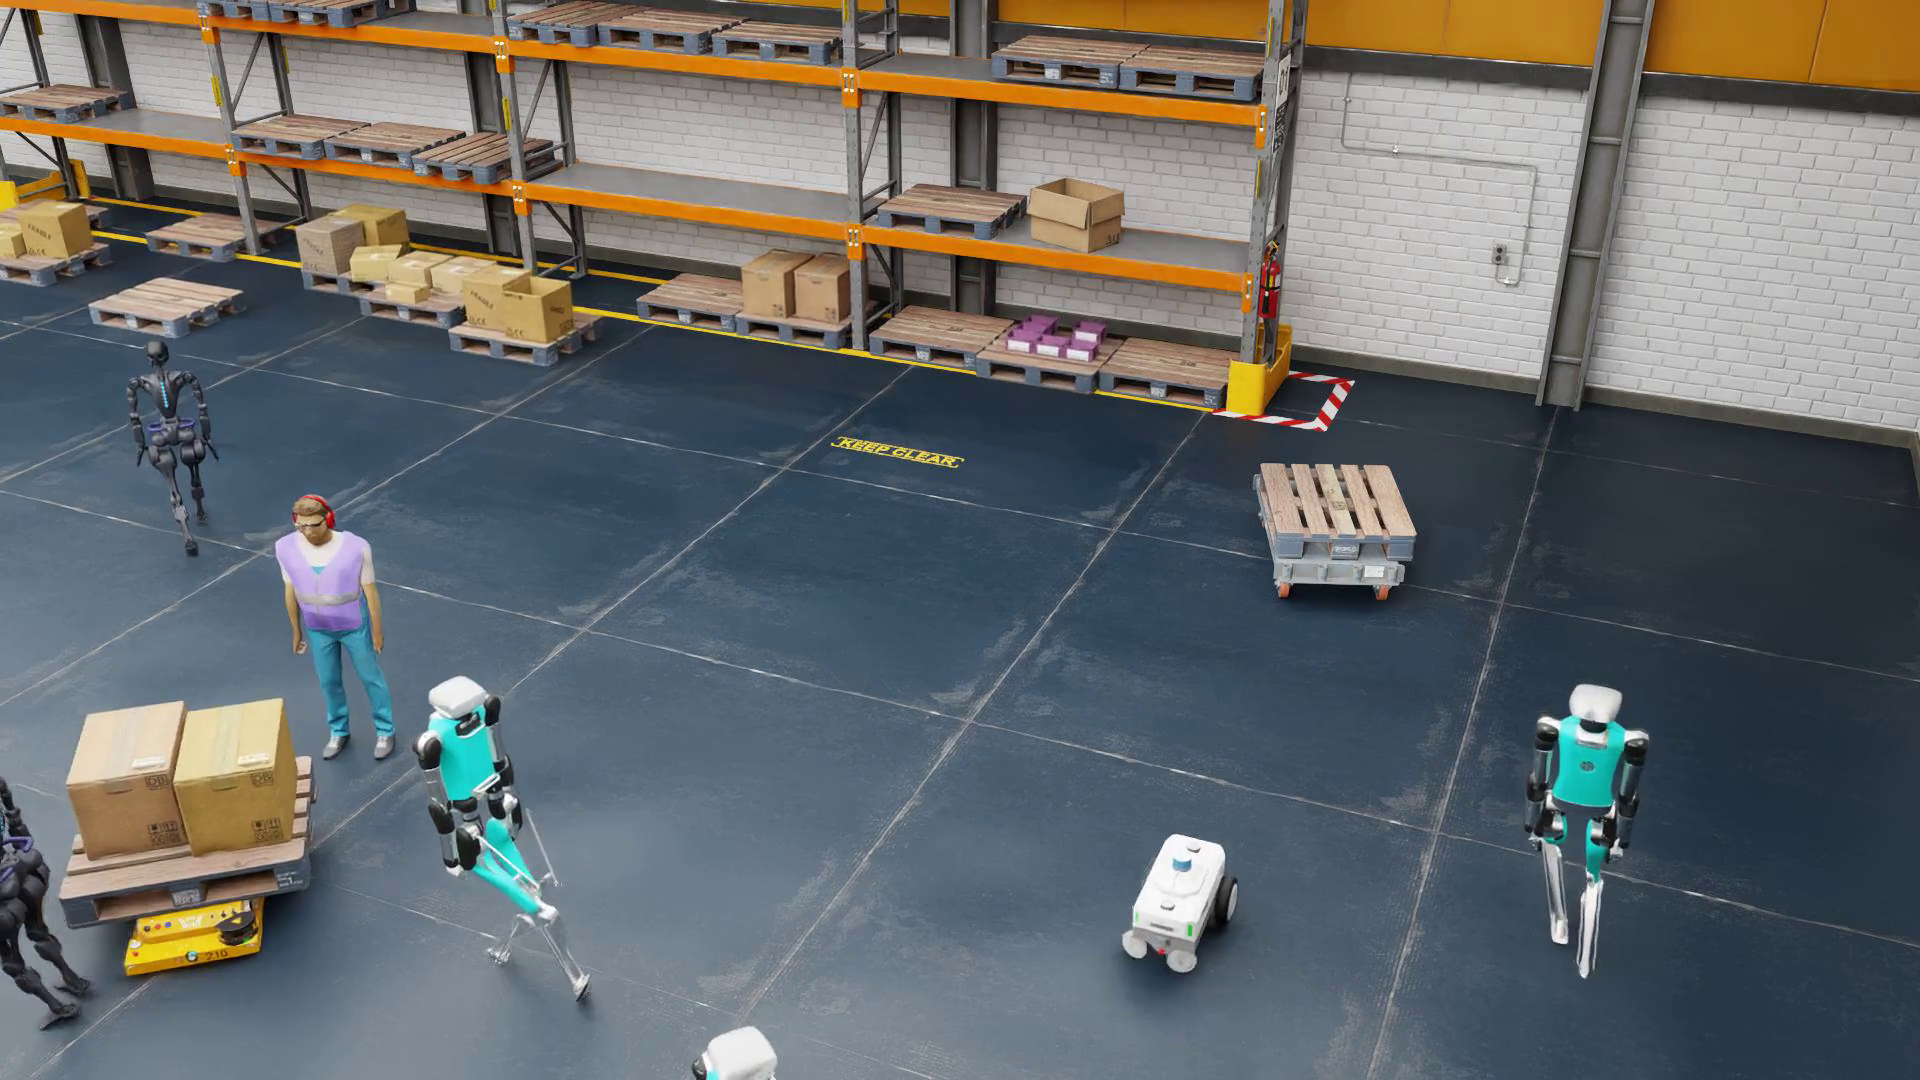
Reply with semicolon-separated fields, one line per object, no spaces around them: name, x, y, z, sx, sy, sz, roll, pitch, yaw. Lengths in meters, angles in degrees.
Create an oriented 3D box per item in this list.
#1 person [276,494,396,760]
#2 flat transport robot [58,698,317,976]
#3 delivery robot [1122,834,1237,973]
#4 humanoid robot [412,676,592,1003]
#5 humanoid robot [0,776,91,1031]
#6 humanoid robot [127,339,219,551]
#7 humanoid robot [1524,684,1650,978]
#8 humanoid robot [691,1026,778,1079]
person;-3.812;0.522;10.216;0.561;1.834;0.399;1;27;2
flat transport robot;-4.242;1.857;9.332;0.659;0.231;1.431;-8;28;-15
delivery robot;1.180;1.914;8.922;0.507;0.608;0.779;11;29;19
humanoid robot;-2.165;1.551;8.341;0.939;1.768;0.538;13;30;24
humanoid robot;-4.657;1.691;8.135;0.368;1.658;0.610;1;27;3
humanoid robot;-6.106;-0.749;12.918;0.590;1.637;0.784;-13;30;-24
humanoid robot;3.196;1.414;8.611;0.551;1.778;0.801;11;29;20
humanoid robot;-0.562;2.502;6.499;0.988;1.761;0.532;-22;34;-36
